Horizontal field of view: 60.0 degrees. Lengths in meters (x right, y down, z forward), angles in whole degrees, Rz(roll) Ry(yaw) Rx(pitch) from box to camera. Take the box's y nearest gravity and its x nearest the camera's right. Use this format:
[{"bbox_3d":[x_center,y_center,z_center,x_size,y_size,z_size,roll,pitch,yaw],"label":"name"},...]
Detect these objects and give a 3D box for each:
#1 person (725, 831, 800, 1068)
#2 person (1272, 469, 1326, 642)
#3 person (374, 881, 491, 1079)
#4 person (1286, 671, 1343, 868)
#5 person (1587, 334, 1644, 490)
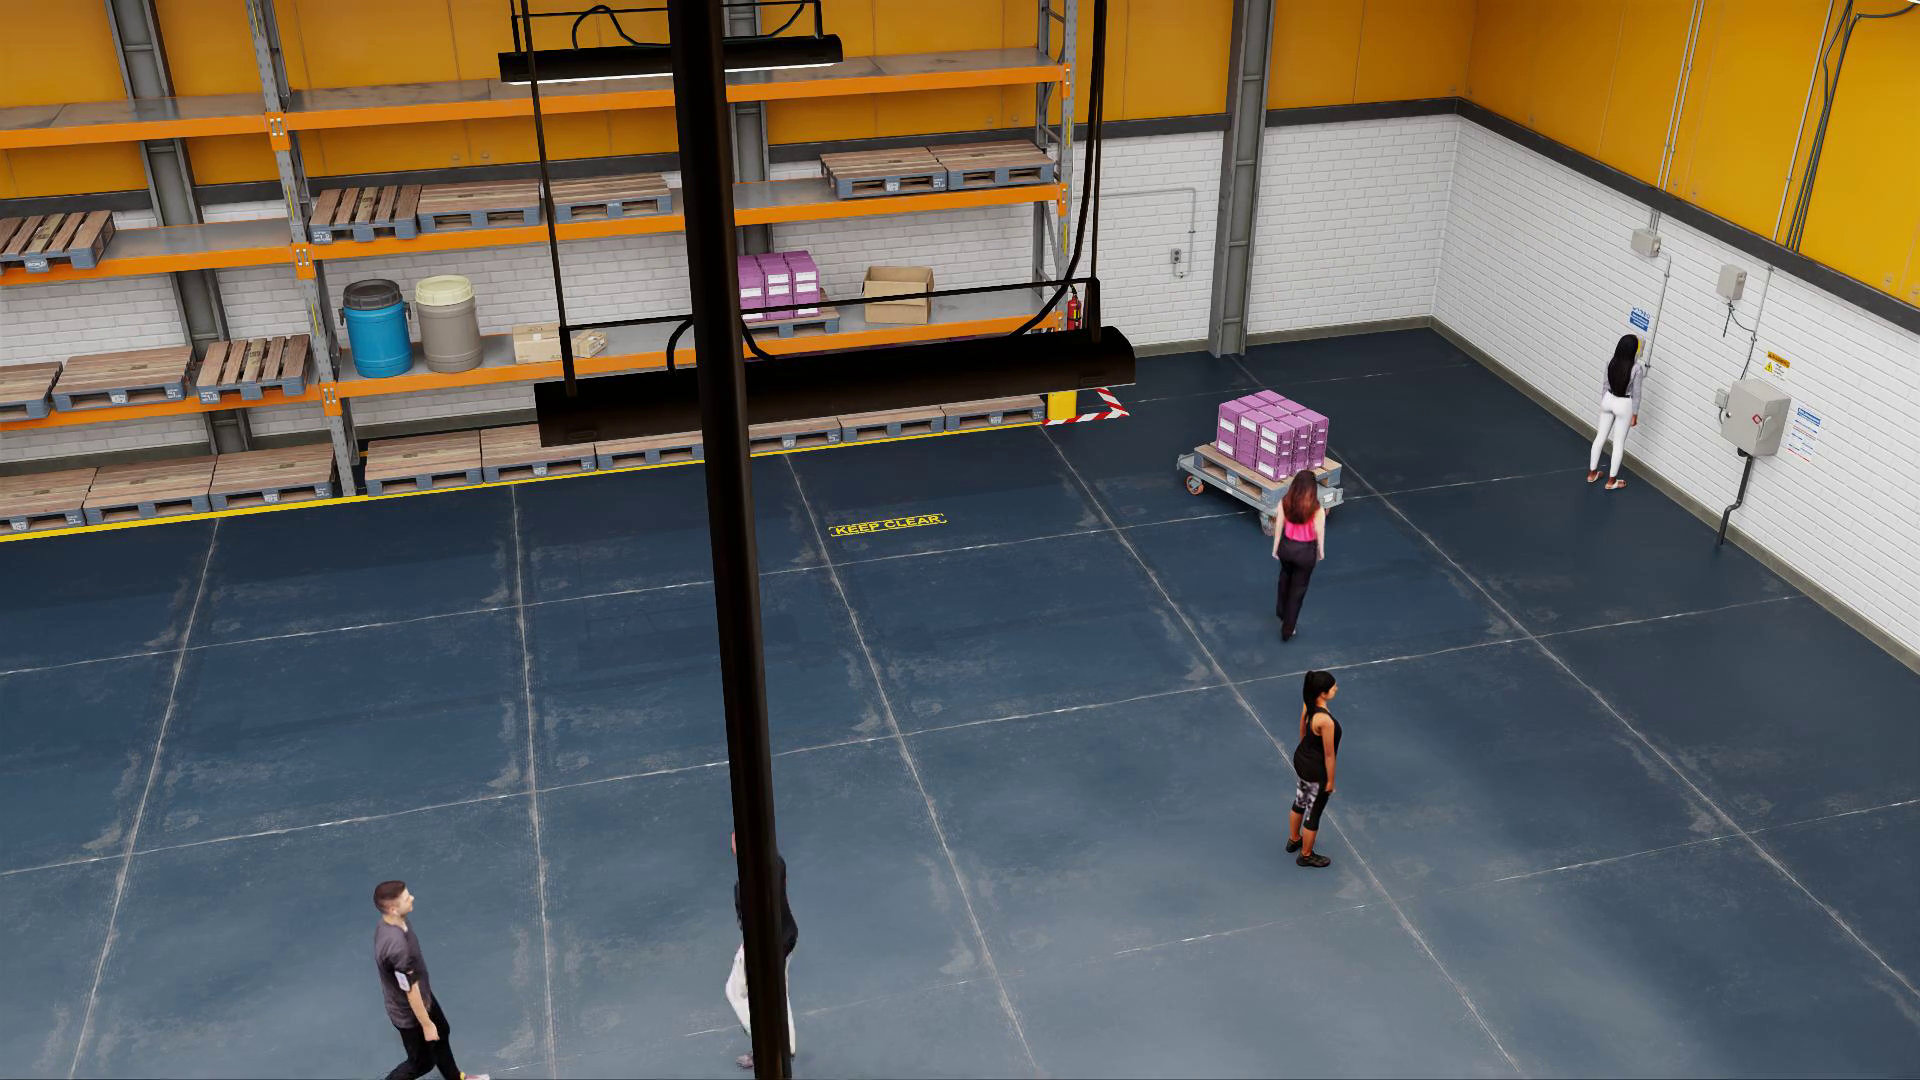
[{"bbox_3d":[-1.131,2.582,10.398,0.869,1.780,0.822,11,30,19],"label":"person"},{"bbox_3d":[3.009,0.168,14.968,0.811,1.641,0.885,20,34,32],"label":"person"},{"bbox_3d":[-3.351,2.817,10.002,0.981,1.746,0.657,-9,30,-15],"label":"person"},{"bbox_3d":[2.600,1.658,12.217,0.501,1.660,0.574,-8,30,-14],"label":"person"},{"bbox_3d":[7.011,-1.389,17.736,0.640,1.725,0.656,-19,34,-31],"label":"person"}]
